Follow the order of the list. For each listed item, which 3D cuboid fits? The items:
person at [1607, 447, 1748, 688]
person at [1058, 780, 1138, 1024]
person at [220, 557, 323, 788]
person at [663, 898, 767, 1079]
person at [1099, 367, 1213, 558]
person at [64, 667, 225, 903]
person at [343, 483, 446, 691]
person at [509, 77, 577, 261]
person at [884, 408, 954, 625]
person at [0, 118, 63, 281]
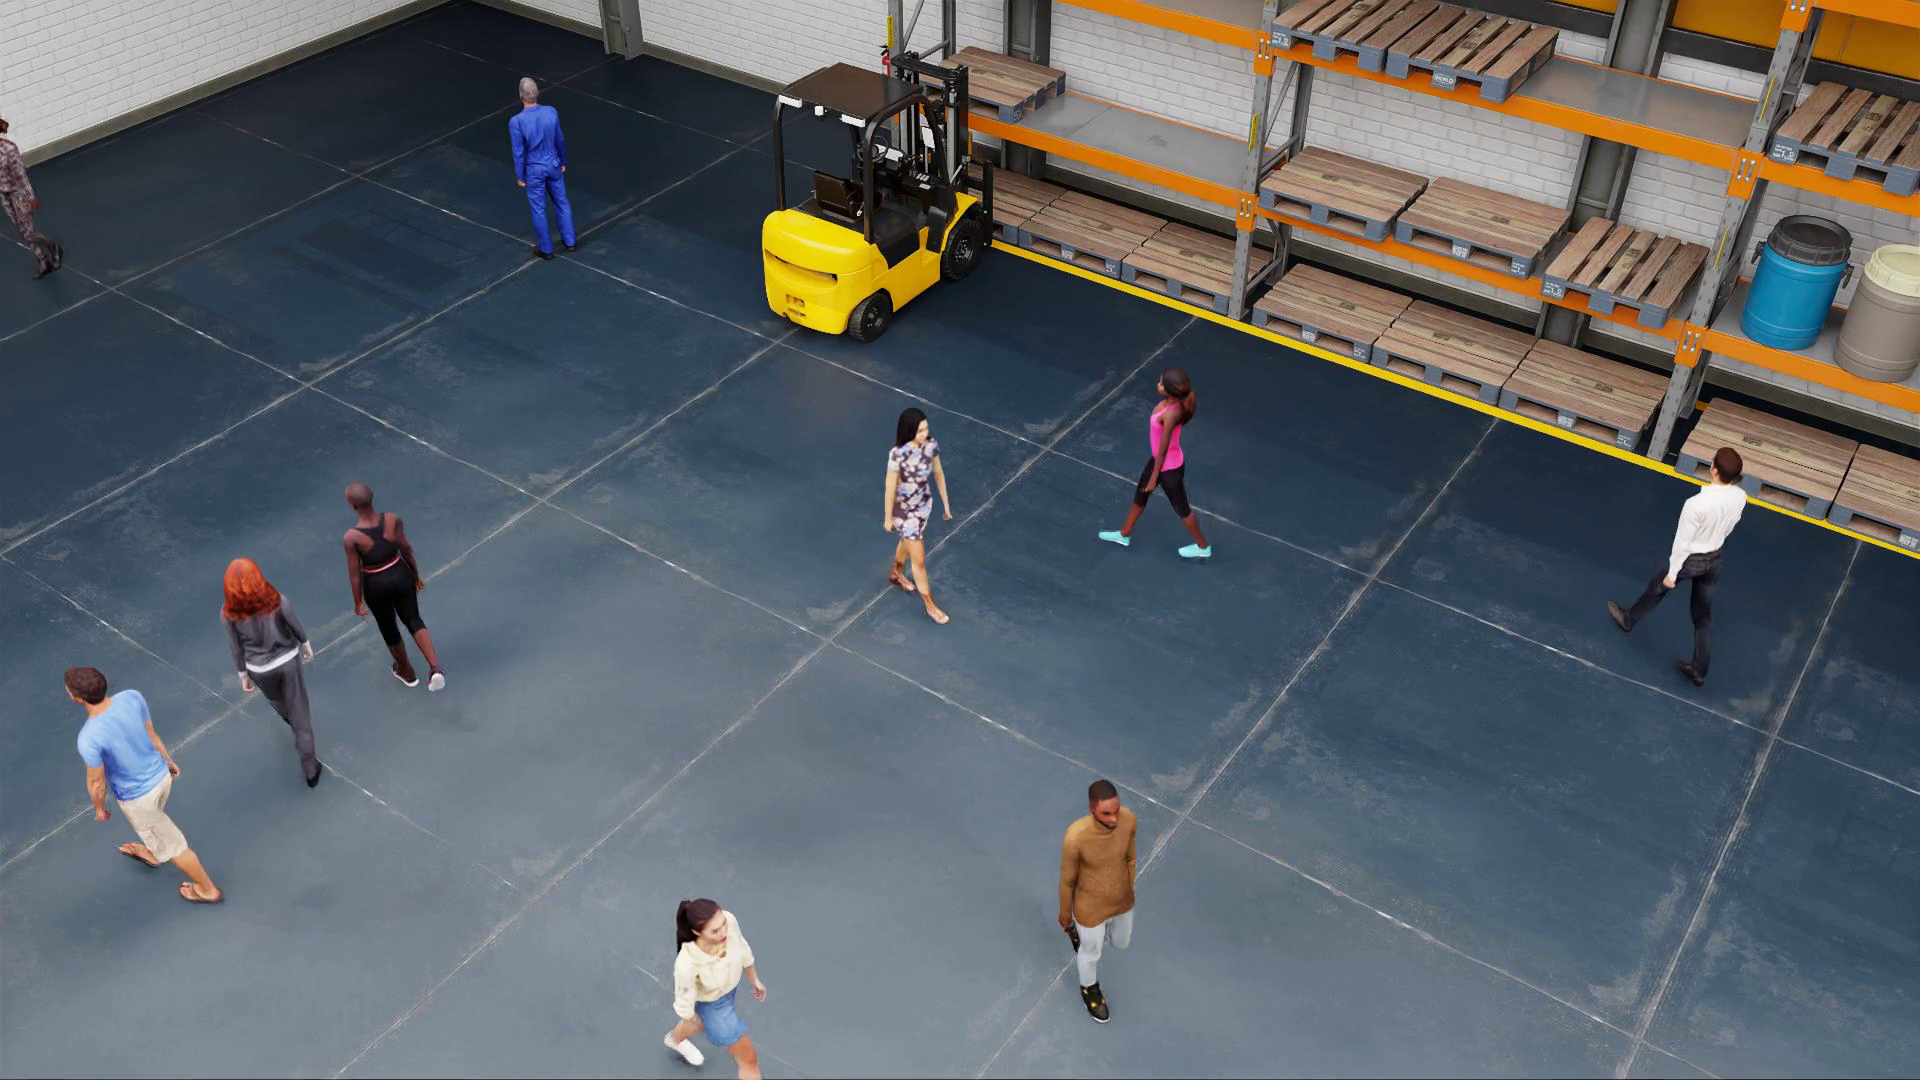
[{"bbox_3d":[5.156,0.221,11.528,1.137,1.821,1.250,-10,40,-13],"label":"person"},{"bbox_3d":[0.741,1.954,9.370,0.843,1.805,0.950,-18,42,-22],"label":"person"},{"bbox_3d":[-4.413,0.894,10.753,1.006,1.737,1.145,-13,40,-15],"label":"person"},{"bbox_3d":[-1.367,2.437,8.937,1.172,1.592,0.771,16,41,19],"label":"person"},{"bbox_3d":[1.654,-0.522,12.575,1.189,1.675,0.881,8,39,10],"label":"person"},{"bbox_3d":[-4.801,1.489,9.933,1.142,1.831,0.886,9,39,11],"label":"person"},{"bbox_3d":[-3.869,0.376,11.397,0.764,1.743,0.944,-30,48,-32],"label":"person"},{"bbox_3d":[-4.110,-3.653,16.374,0.772,1.828,0.656,-28,46,-30],"label":"person"},{"bbox_3d":[-0.407,-0.258,12.228,0.746,1.697,1.049,-30,48,-32],"label":"person"},{"bbox_3d":[-9.086,-3.355,16.097,0.668,1.708,0.727,12,40,14],"label":"person"}]
